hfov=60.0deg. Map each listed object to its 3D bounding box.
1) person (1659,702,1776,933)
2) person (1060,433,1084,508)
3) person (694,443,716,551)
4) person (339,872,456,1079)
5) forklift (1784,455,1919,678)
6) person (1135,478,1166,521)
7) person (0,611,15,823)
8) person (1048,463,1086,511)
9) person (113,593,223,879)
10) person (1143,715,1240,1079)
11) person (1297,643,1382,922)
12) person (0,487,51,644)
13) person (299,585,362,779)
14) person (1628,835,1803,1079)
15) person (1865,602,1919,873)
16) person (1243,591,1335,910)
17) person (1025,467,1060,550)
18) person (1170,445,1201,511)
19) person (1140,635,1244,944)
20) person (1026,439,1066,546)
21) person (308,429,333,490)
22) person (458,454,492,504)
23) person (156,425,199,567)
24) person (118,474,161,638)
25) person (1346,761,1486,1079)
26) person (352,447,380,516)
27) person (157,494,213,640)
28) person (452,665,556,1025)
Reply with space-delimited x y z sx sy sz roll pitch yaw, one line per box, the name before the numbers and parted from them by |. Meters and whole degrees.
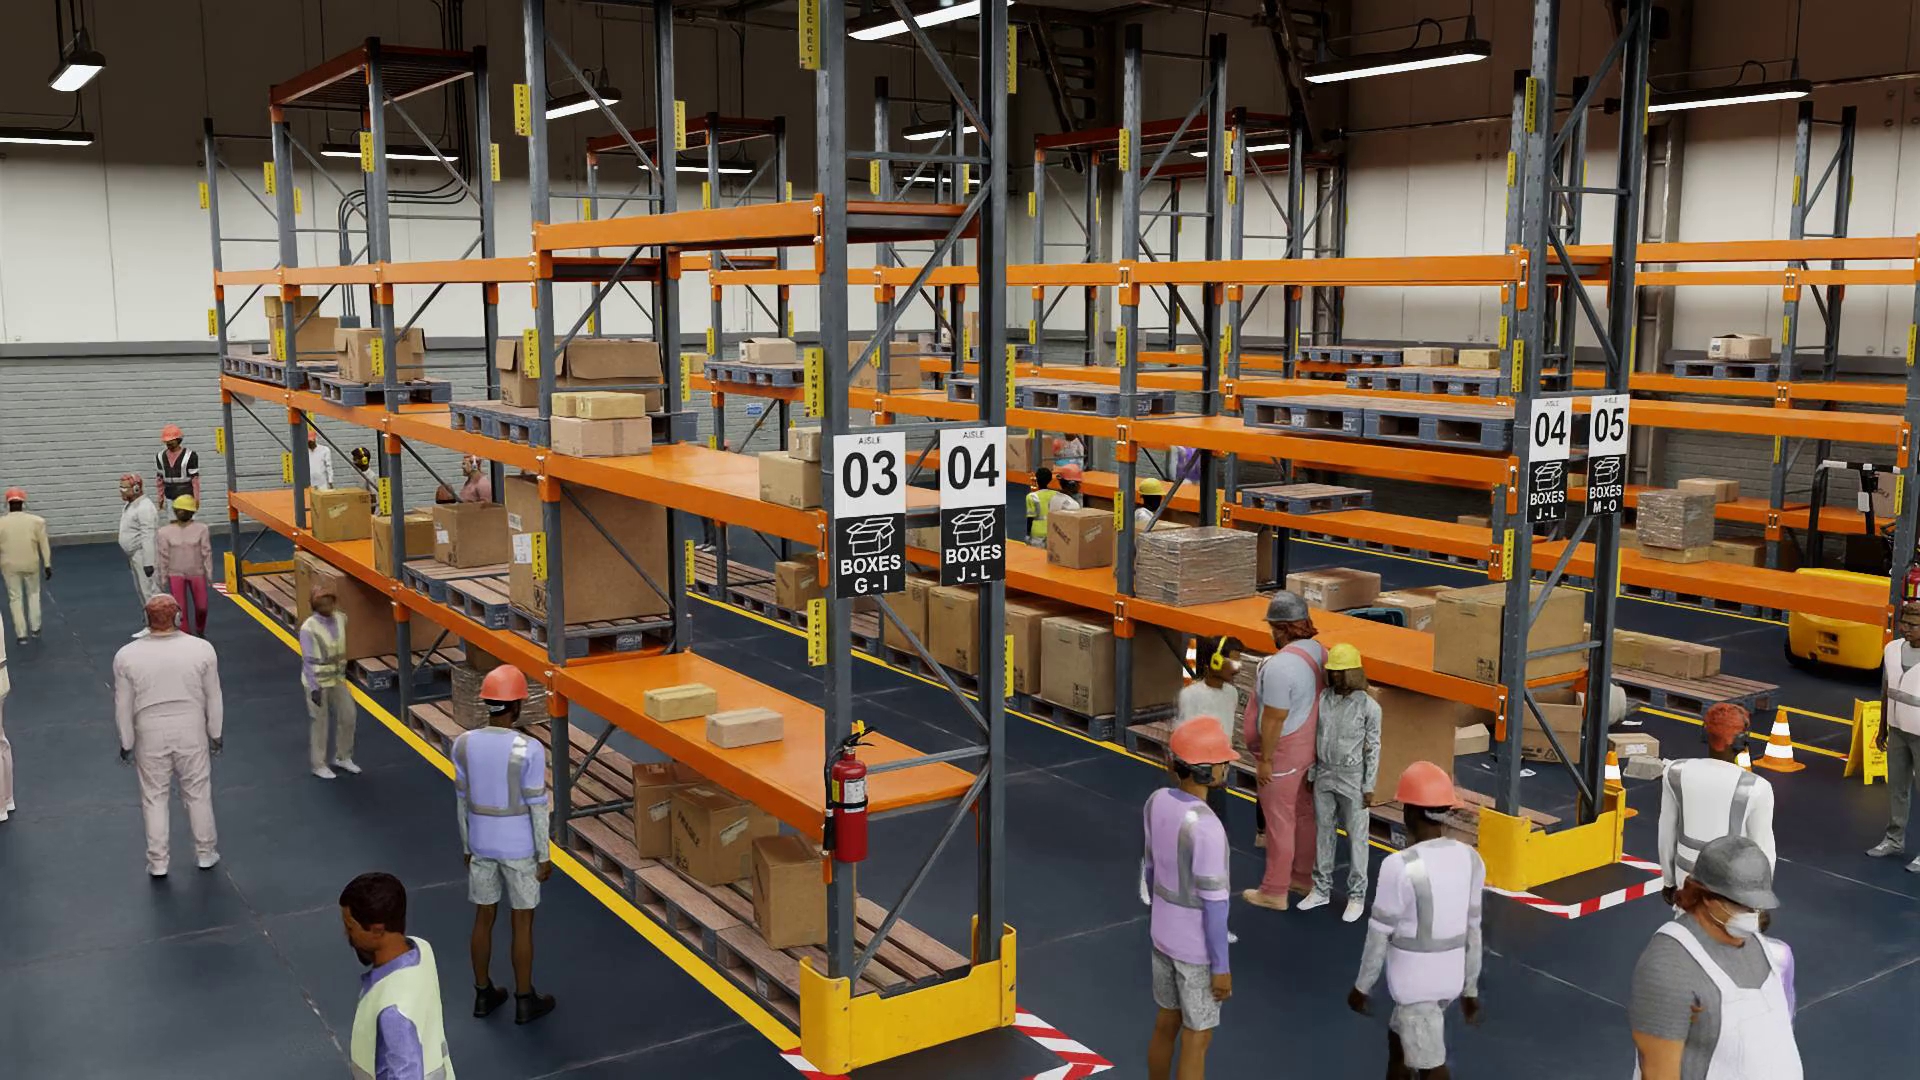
person | 3.775 1.737 8.308 0.356 1.887 0.573 -7 11 -39
person | 1.833 -1.047 27.076 0.405 1.824 0.586 -5 10 -32
person | -3.840 -0.646 25.038 0.277 1.627 0.502 -6 10 -33
person | -1.963 2.089 5.881 0.391 1.913 0.588 -2 9 -15
forklift | 9.643 0.253 17.172 2.313 2.155 1.214 -6 10 -33
person | 2.005 0.295 17.774 0.369 1.928 0.585 0 9 -1
person | -7.195 1.131 12.210 0.367 1.927 0.587 -2 9 -16
person | 1.179 0.172 18.261 0.407 2.035 0.604 -4 9 -23
person | -5.288 1.300 11.152 0.651 1.906 0.403 -5 10 -28
person | 1.049 1.787 7.452 0.381 2.045 0.605 -3 9 -20
person | 2.371 1.498 10.372 0.483 1.745 0.299 8 12 42
person | -10.524 0.270 18.606 0.587 1.717 0.755 -6 10 -33
person | -5.053 1.133 13.227 0.461 1.604 0.541 3 9 22
person | 2.689 2.022 5.897 0.684 2.000 0.535 -7 11 -38
person | 6.489 1.318 11.279 0.393 1.836 0.561 -2 9 -16
person | 2.075 1.312 10.626 0.535 2.000 0.685 7 11 40
person | 1.055 -0.068 20.953 0.536 1.696 0.322 -4 10 -26
person | 3.757 -0.998 26.827 0.631 1.785 0.982 -3 9 -21
person | 1.449 1.475 10.229 0.581 1.832 0.818 -5 10 -30
person | 1.446 -0.679 25.011 0.886 1.697 0.615 -1 9 -4
person | -10.326 -0.937 26.598 0.577 1.737 0.354 -3 9 -19
person | -6.031 -0.129 20.664 0.407 1.910 0.639 -6 10 -33
person | -11.067 -0.616 23.521 0.612 2.030 0.410 1 9 5
person | -9.132 0.204 18.525 0.403 1.895 0.663 -7 11 -38
person | 2.055 1.908 7.197 0.537 1.888 1.008 -6 10 -35
person | -7.822 -0.295 21.914 0.329 1.865 0.511 -5 10 -31
person | -8.292 0.379 17.815 0.553 1.755 0.347 -5 10 -29
person | -2.426 1.624 8.934 0.546 1.928 0.384 3 9 17
